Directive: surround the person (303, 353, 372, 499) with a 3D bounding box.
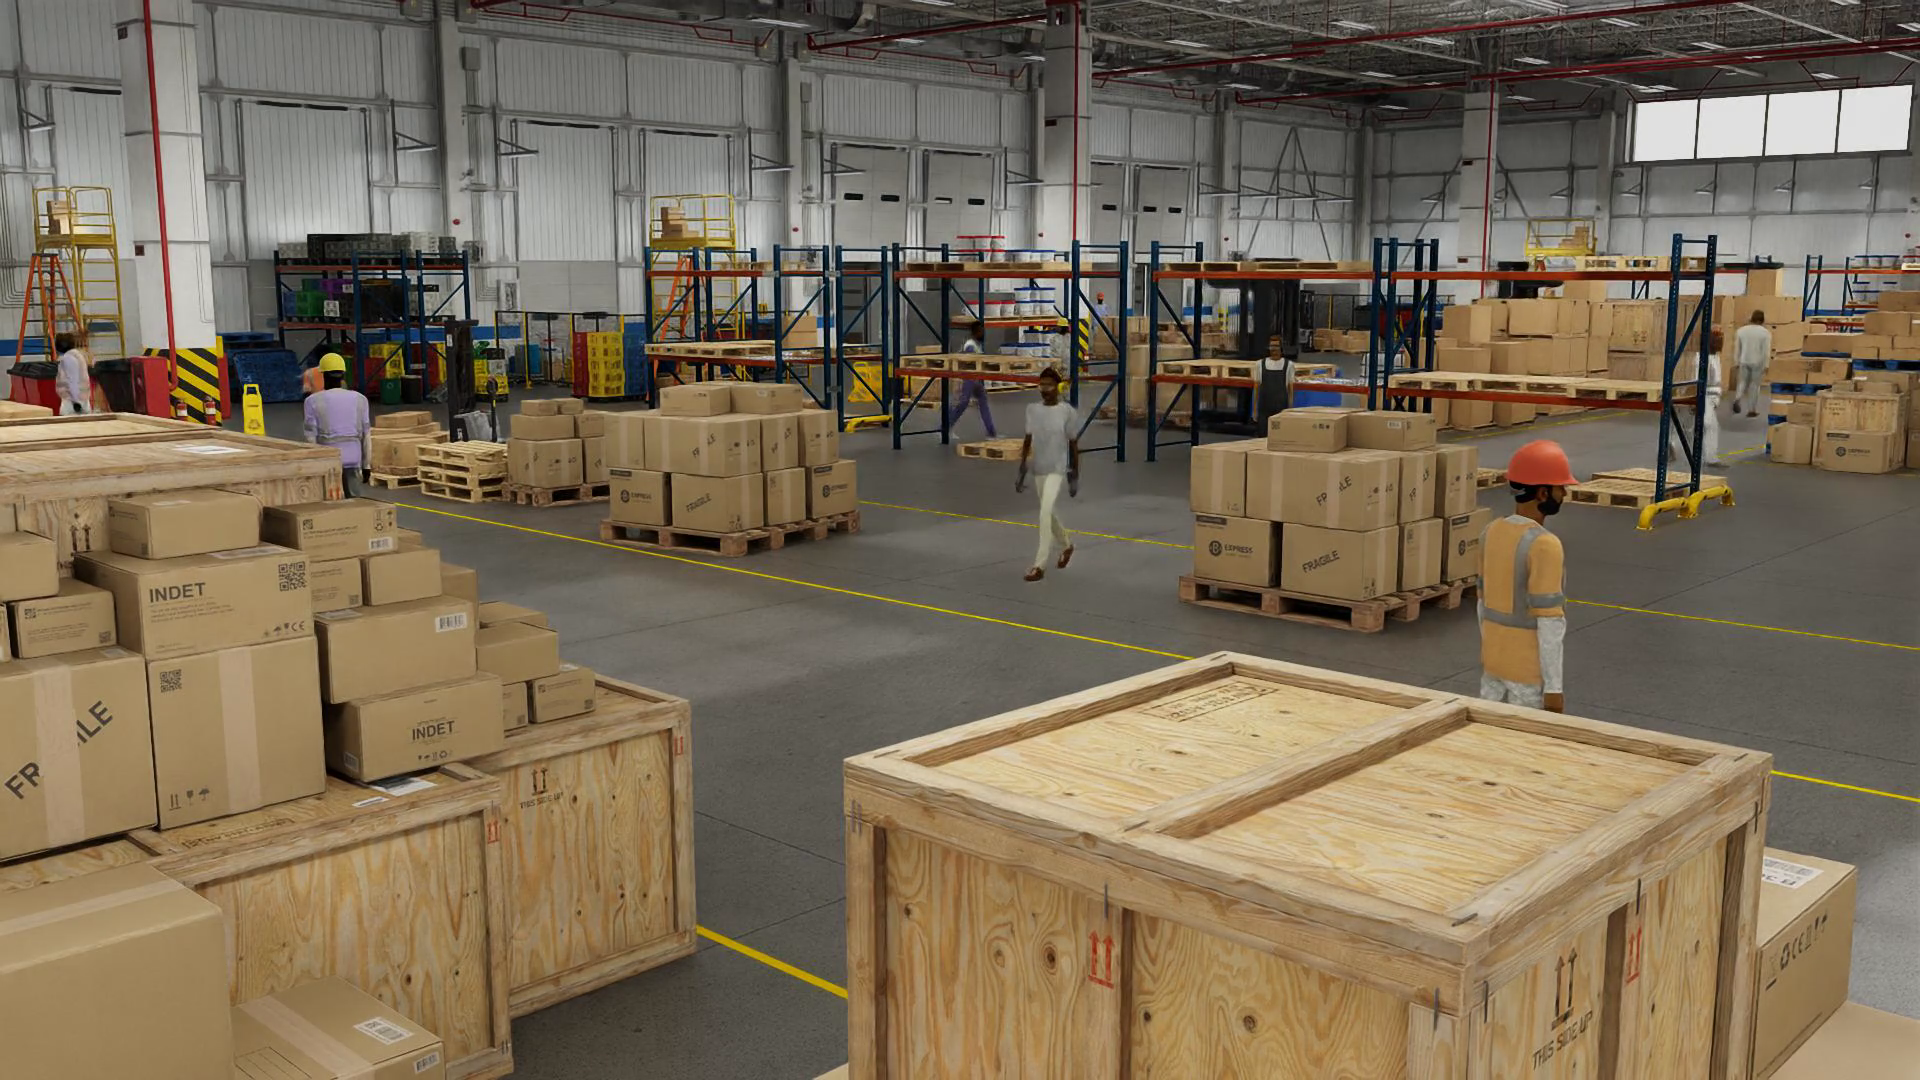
[{"bbox_3d":[-5.493,-0.685,14.690,0.401,1.922,0.593,9,13,43],"label":"person"}]

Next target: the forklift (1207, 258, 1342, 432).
[{"bbox_3d":[5.076,-3.100,26.553,1.873,2.768,1.129,9,13,43],"label":"forklift"}]

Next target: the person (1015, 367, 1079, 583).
[{"bbox_3d":[0.804,-0.594,14.410,0.512,1.835,0.953,7,11,35],"label":"person"}]

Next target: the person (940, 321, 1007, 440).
[{"bbox_3d":[0.179,-2.474,25.834,1.035,1.869,0.603,2,10,15],"label":"person"}]

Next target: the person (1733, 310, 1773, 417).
[{"bbox_3d":[14.225,-3.157,29.825,0.459,1.928,0.644,-7,12,-37],"label":"person"}]

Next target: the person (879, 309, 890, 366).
[{"bbox_3d":[-2.002,-5.351,44.178,0.323,1.631,0.523,1,9,5],"label":"person"}]

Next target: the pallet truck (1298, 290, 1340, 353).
[{"bbox_3d":[11.297,-6.951,52.861,1.885,1.965,0.823,-5,11,-29],"label":"pallet truck"}]

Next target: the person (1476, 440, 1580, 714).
[{"bbox_3d":[2.424,0.539,7.123,0.358,1.938,0.548,-2,10,-13],"label":"person"}]

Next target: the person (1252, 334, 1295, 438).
[{"bbox_3d":[3.897,-1.629,20.696,0.506,1.847,0.343,2,10,14],"label":"person"}]

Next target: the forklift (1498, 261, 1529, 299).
[{"bbox_3d":[12.609,-4.985,38.106,1.873,2.768,1.129,9,13,43],"label":"forklift"}]

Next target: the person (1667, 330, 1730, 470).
[{"bbox_3d":[9.853,-1.864,22.147,0.824,1.858,0.574,8,12,39],"label":"person"}]

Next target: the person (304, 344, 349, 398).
[{"bbox_3d":[-8.205,-1.699,21.633,0.540,1.683,0.439,0,9,-1],"label":"person"}]

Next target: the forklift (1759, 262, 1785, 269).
[{"bbox_3d":[21.345,-5.938,43.949,1.873,2.768,1.129,9,13,43],"label":"forklift"}]

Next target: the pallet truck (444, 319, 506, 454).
[{"bbox_3d":[-6.981,-1.942,22.150,1.885,1.965,0.823,1,9,9],"label":"pallet truck"}]

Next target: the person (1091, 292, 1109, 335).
[{"bbox_3d":[4.337,-6.697,51.520,0.544,1.930,0.388,1,9,4],"label":"person"}]

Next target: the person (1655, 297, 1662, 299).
[{"bbox_3d":[18.186,-5.368,43.355,0.627,1.934,0.371,-6,11,-34],"label":"person"}]

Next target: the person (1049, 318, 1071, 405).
[{"bbox_3d":[1.937,-3.341,31.524,0.485,1.739,0.319,-2,9,-12],"label":"person"}]

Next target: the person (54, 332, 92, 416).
[{"bbox_3d":[-12.157,-1.966,22.938,0.966,1.801,0.640,-3,10,-15],"label":"person"}]
